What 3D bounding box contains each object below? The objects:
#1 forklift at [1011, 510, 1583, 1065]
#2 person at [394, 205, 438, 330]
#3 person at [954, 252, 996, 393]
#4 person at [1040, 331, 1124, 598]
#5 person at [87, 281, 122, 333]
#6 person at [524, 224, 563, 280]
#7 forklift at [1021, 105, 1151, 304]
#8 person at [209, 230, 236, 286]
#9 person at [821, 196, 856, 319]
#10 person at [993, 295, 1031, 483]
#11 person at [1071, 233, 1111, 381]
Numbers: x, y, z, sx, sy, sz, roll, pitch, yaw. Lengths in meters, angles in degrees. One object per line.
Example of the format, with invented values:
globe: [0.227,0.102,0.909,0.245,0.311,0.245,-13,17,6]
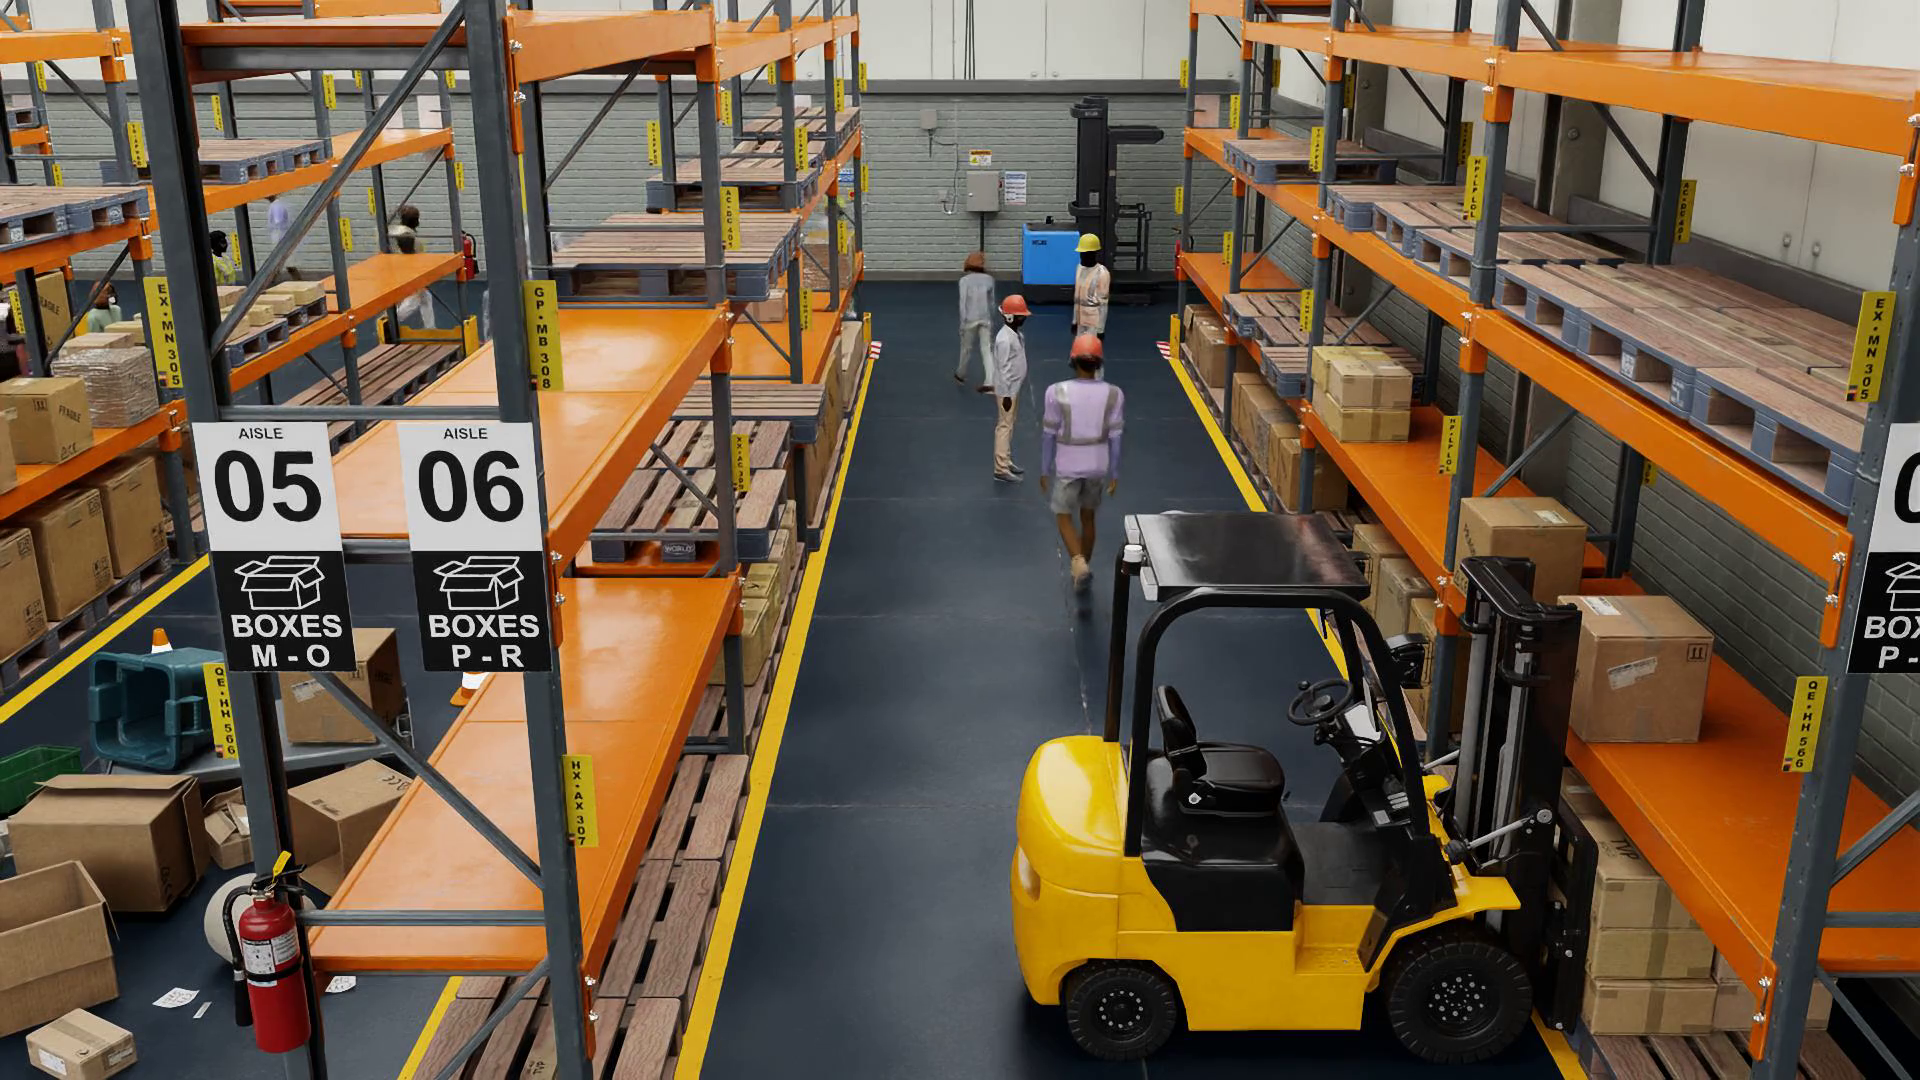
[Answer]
forklift: [1.387,1.055,7.378,2.313,2.155,1.214,0,18,0]
person: [-7.191,-3.452,21.623,0.781,1.804,0.645,-3,19,-10]
person: [0.162,-2.506,19.100,0.559,1.568,0.859,-10,21,-27]
person: [0.930,-0.539,12.460,0.614,2.025,0.716,-3,19,-10]
person: [-8.687,-1.845,17.040,0.283,1.624,0.494,2,18,7]
person: [-5.435,-3.446,21.456,0.613,1.888,0.972,-12,22,-32]
forklift: [1.857,-4.944,24.441,1.873,2.768,1.129,0,18,0]
person: [-8.920,-2.902,20.137,0.322,1.689,0.531,-1,18,-4]
person: [-1.777,-3.999,23.432,0.482,1.700,0.919,-15,23,-38]
person: [0.491,-1.427,15.573,0.343,1.749,0.573,3,19,9]
person: [1.419,-2.408,18.282,0.385,1.923,0.591,-9,21,-26]
